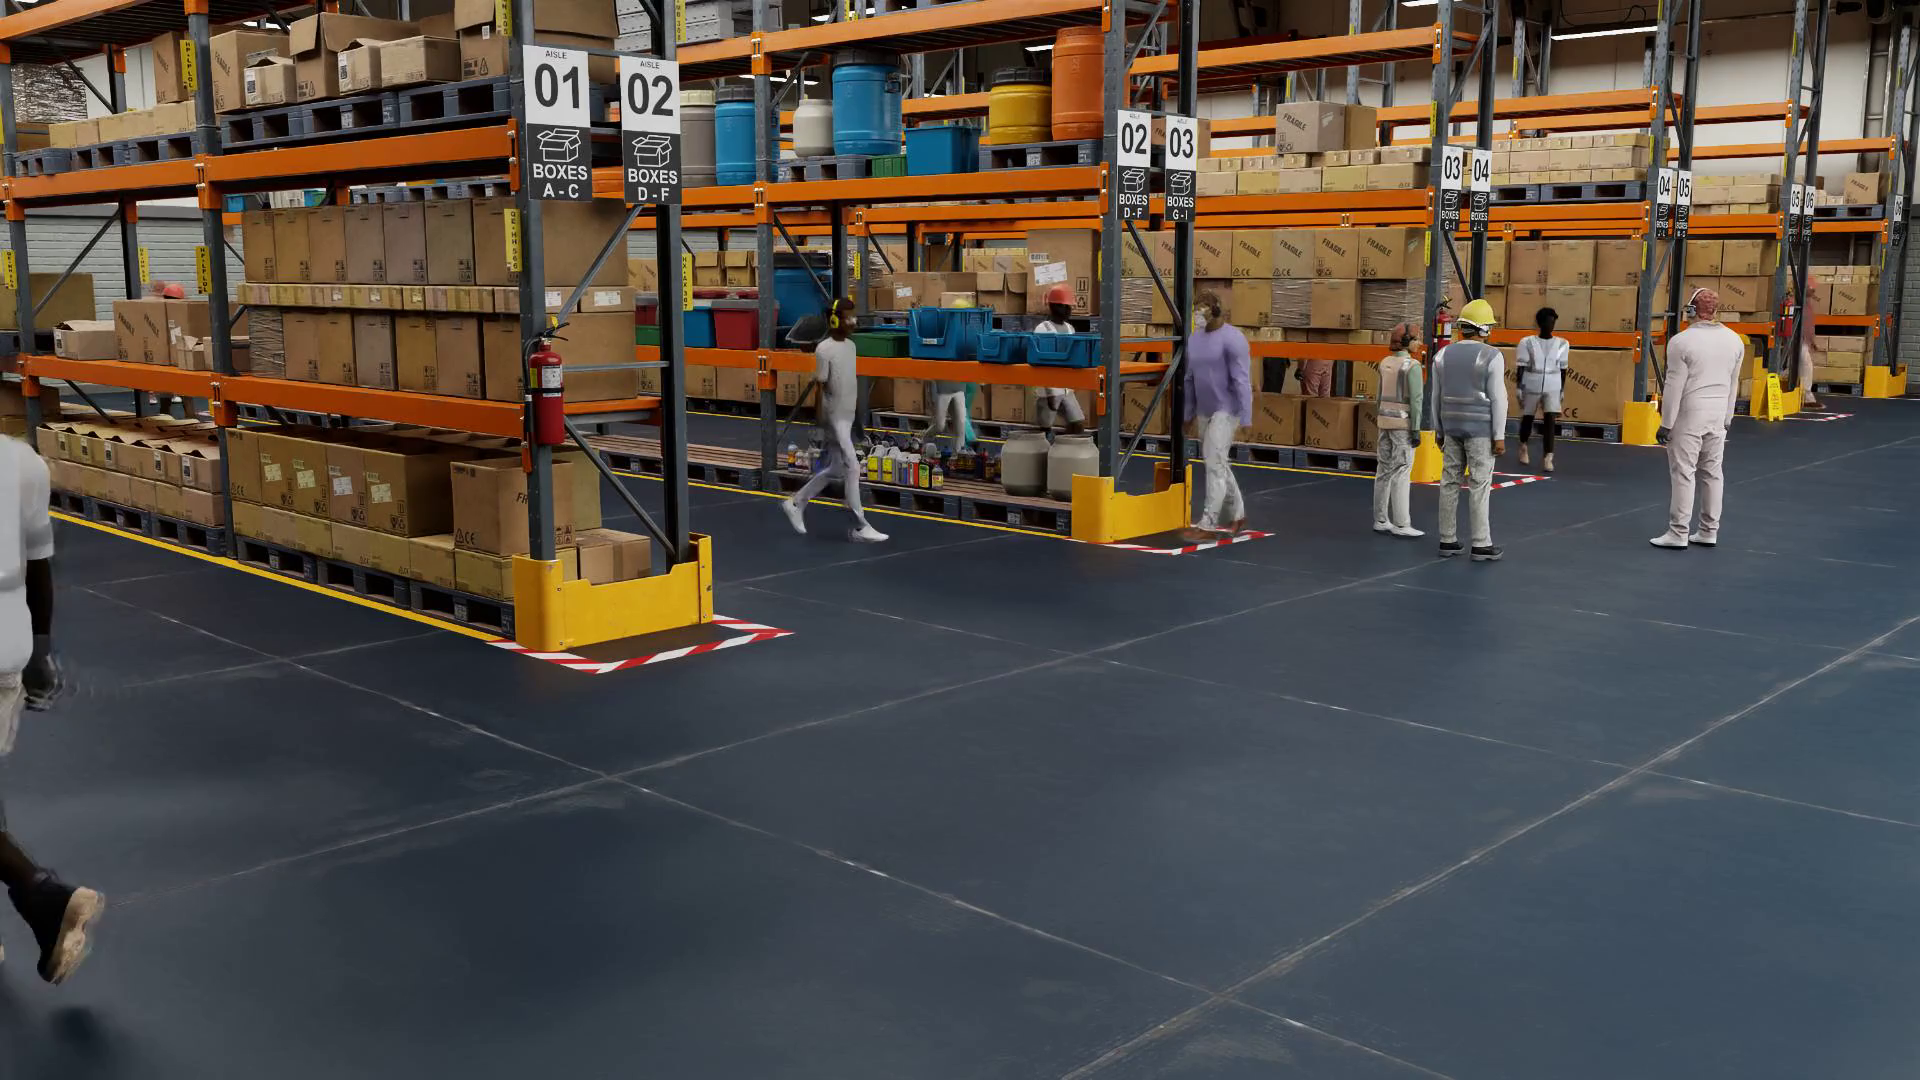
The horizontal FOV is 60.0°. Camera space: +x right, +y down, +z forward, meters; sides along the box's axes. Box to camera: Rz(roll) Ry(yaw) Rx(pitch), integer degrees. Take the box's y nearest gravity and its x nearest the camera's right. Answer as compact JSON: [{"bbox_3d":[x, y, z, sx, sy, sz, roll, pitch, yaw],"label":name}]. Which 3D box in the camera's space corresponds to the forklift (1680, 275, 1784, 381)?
[{"bbox_3d":[12.480,-3.427,27.053,1.214,2.155,2.313,9,13,43],"label":"forklift"}]

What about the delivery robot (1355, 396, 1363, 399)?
[{"bbox_3d":[4.754,-1.481,19.852,0.707,0.478,0.477,-3,10,-18],"label":"delivery robot"}]

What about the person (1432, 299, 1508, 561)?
[{"bbox_3d":[3.637,-0.785,11.826,0.403,1.834,0.587,-7,12,-38],"label":"person"}]

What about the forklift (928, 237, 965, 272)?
[{"bbox_3d":[-0.326,-5.817,39.609,1.129,2.768,1.873,9,13,43],"label":"forklift"}]

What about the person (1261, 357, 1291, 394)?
[{"bbox_3d":[4.023,-2.362,21.235,0.375,1.917,0.597,7,12,38],"label":"person"}]

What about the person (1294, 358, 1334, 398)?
[{"bbox_3d":[4.115,-2.049,19.354,0.642,1.909,0.410,-8,12,-41],"label":"person"}]

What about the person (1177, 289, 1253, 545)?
[{"bbox_3d":[1.957,-0.940,12.588,0.675,1.930,0.664,-5,11,-29],"label":"person"}]

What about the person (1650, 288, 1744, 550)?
[{"bbox_3d":[5.398,-0.888,12.235,0.642,1.909,0.410,-3,10,-19],"label":"person"}]

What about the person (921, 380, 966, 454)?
[{"bbox_3d":[-0.148,-1.477,16.734,0.506,1.615,0.675,-7,11,-36],"label":"person"}]

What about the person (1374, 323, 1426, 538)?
[{"bbox_3d":[3.383,-0.848,12.820,0.315,1.636,0.514,-3,10,-19],"label":"person"}]

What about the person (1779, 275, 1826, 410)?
[{"bbox_3d":[12.365,-2.931,24.612,0.940,1.965,0.609,9,13,43],"label":"person"}]

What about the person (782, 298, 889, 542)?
[{"bbox_3d":[-0.964,-0.920,12.649,0.867,1.844,0.527,4,10,22],"label":"person"}]

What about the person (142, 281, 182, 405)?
[{"bbox_3d":[-12.254,-2.997,25.305,0.755,1.869,0.396,-8,12,-40],"label":"person"}]

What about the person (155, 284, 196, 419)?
[{"bbox_3d":[-8.851,-1.934,18.740,0.559,1.882,0.973,-8,12,-41],"label":"person"}]

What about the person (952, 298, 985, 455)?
[{"bbox_3d":[0.066,-1.739,17.963,0.522,1.740,0.758,-6,11,-32],"label":"person"}]

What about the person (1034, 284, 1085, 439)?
[{"bbox_3d":[0.950,-1.342,15.025,0.555,1.903,0.860,-9,13,-42],"label":"person"}]

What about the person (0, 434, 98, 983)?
[{"bbox_3d":[-2.818,0.321,4.724,0.763,1.941,0.626,3,10,16],"label":"person"}]

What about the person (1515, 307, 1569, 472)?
[{"bbox_3d":[5.994,-1.576,17.209,0.536,1.676,0.815,2,9,11],"label":"person"}]
